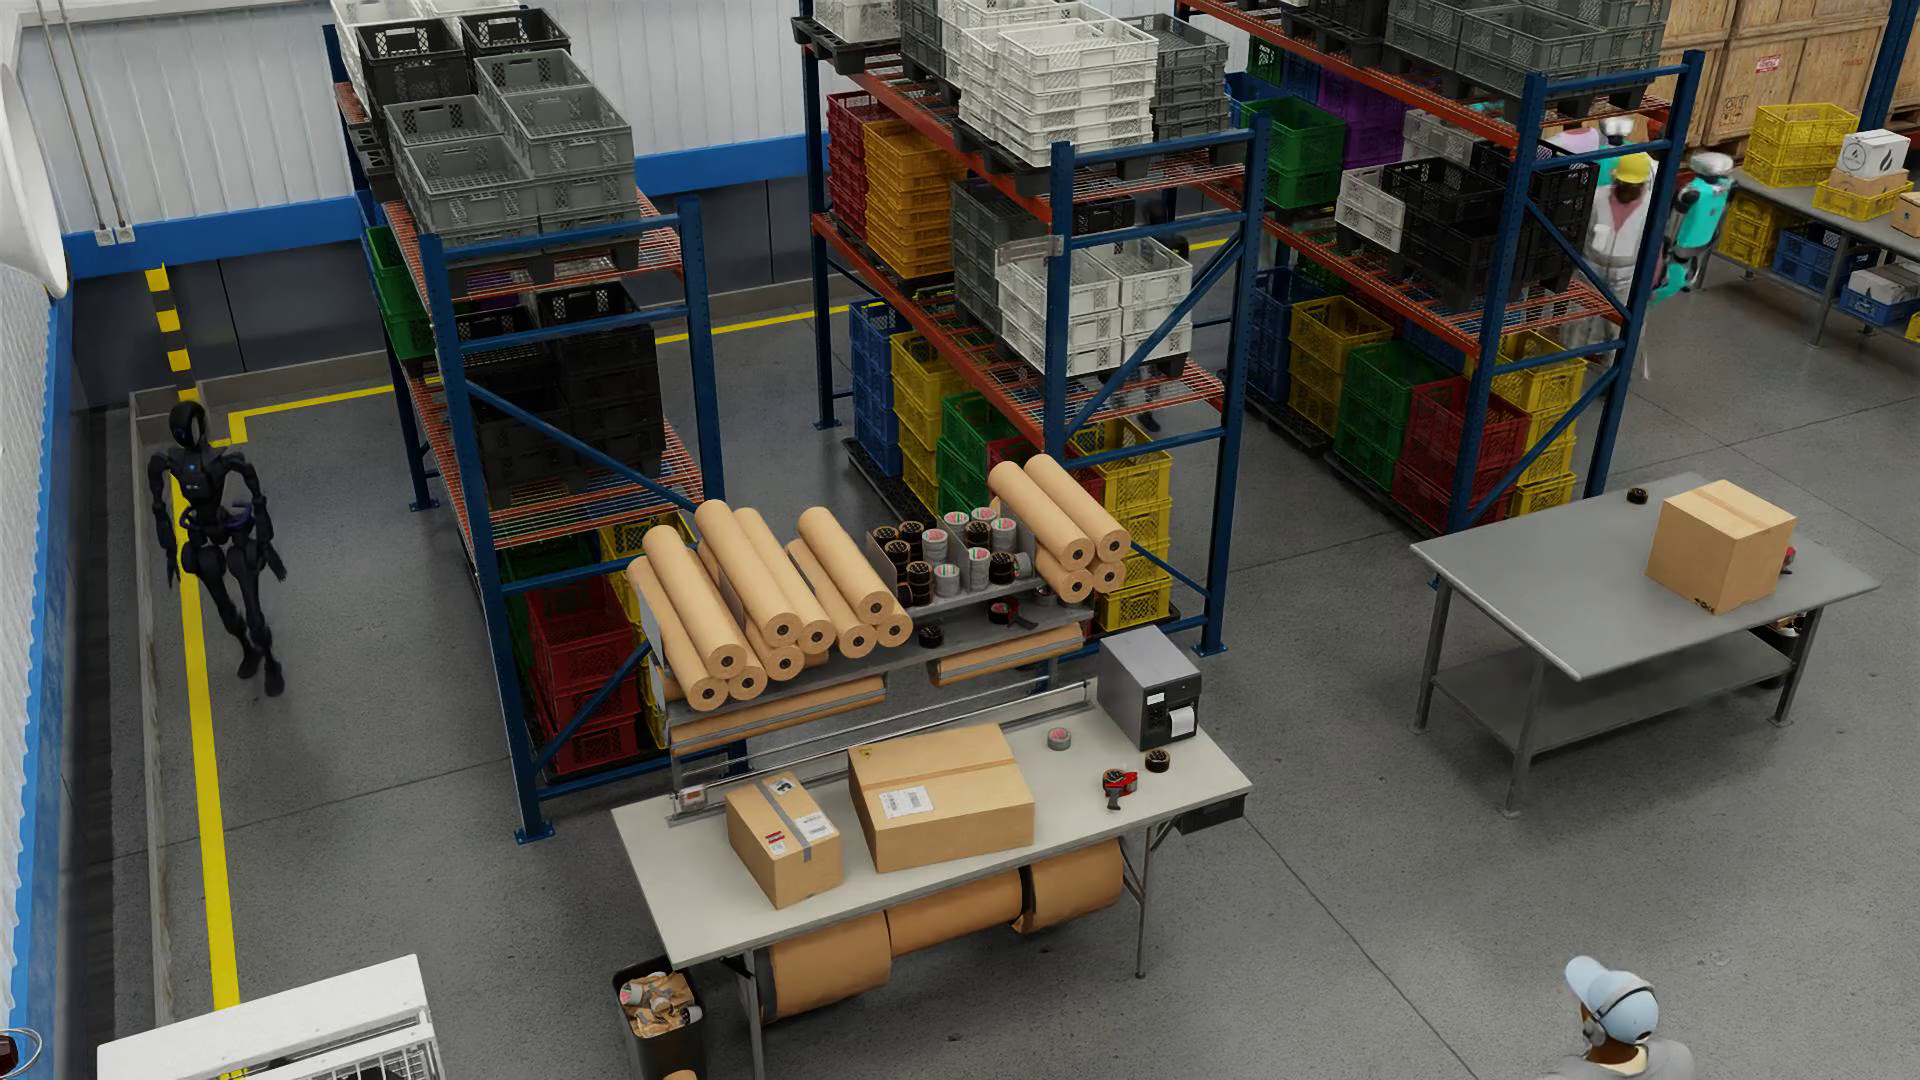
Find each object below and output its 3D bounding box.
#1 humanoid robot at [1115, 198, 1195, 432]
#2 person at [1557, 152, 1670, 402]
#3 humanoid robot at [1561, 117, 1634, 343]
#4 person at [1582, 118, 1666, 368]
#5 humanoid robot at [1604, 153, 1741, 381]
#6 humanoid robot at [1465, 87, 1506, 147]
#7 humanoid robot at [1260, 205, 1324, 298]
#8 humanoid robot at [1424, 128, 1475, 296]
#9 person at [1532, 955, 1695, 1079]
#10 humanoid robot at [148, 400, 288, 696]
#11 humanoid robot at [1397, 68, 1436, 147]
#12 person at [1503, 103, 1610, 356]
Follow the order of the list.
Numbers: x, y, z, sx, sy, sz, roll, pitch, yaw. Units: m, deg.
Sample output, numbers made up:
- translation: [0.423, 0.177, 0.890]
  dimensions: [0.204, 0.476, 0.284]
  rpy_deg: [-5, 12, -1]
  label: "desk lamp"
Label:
- translation: [1.265, -1.499, 11.065]
  dimensions: [0.612, 1.647, 0.367]
  rpy_deg: [-11, 33, -17]
  label: "humanoid robot"
- translation: [4.457, -1.818, 11.440]
  dimensions: [0.628, 1.820, 0.409]
  rpy_deg: [15, 35, 23]
  label: "person"
- translation: [4.651, -2.311, 12.333]
  dimensions: [0.541, 1.809, 0.740]
  rpy_deg: [3, 32, 5]
  label: "humanoid robot"
- translation: [4.814, -2.137, 11.909]
  dimensions: [0.339, 1.876, 0.572]
  rpy_deg: [15, 35, 22]
  label: "person"
- translation: [4.877, -1.912, 11.696]
  dimensions: [0.533, 1.787, 0.833]
  rpy_deg: [-16, 35, -24]
  label: "humanoid robot"
- translation: [4.141, -2.611, 12.829]
  dimensions: [0.535, 1.757, 0.912]
  rpy_deg: [-16, 35, -24]
  label: "humanoid robot"
- translation: [2.597, -2.630, 12.847]
  dimensions: [0.986, 1.751, 0.560]
  rpy_deg: [12, 34, 19]
  label: "humanoid robot"
- translation: [3.602, -2.303, 12.363]
  dimensions: [0.308, 1.650, 0.610]
  rpy_deg: [15, 35, 22]
  label: "humanoid robot"
- translation: [1.894, 2.017, 5.185]
  dimensions: [0.588, 1.852, 0.372]
  rpy_deg: [-12, 33, -18]
  label: "person"
- translation: [-3.805, 0.037, 8.569]
  dimensions: [0.602, 1.644, 0.463]
  rpy_deg: [-3, 32, -5]
  label: "humanoid robot"
- translation: [3.648, -3.254, 13.897]
  dimensions: [0.599, 1.657, 0.315]
  rpy_deg: [3, 32, 5]
  label: "humanoid robot"
- translation: [4.305, -2.330, 12.075]
  dimensions: [0.605, 2.034, 0.387]
  rpy_deg: [-14, 34, -21]
  label: "person"
